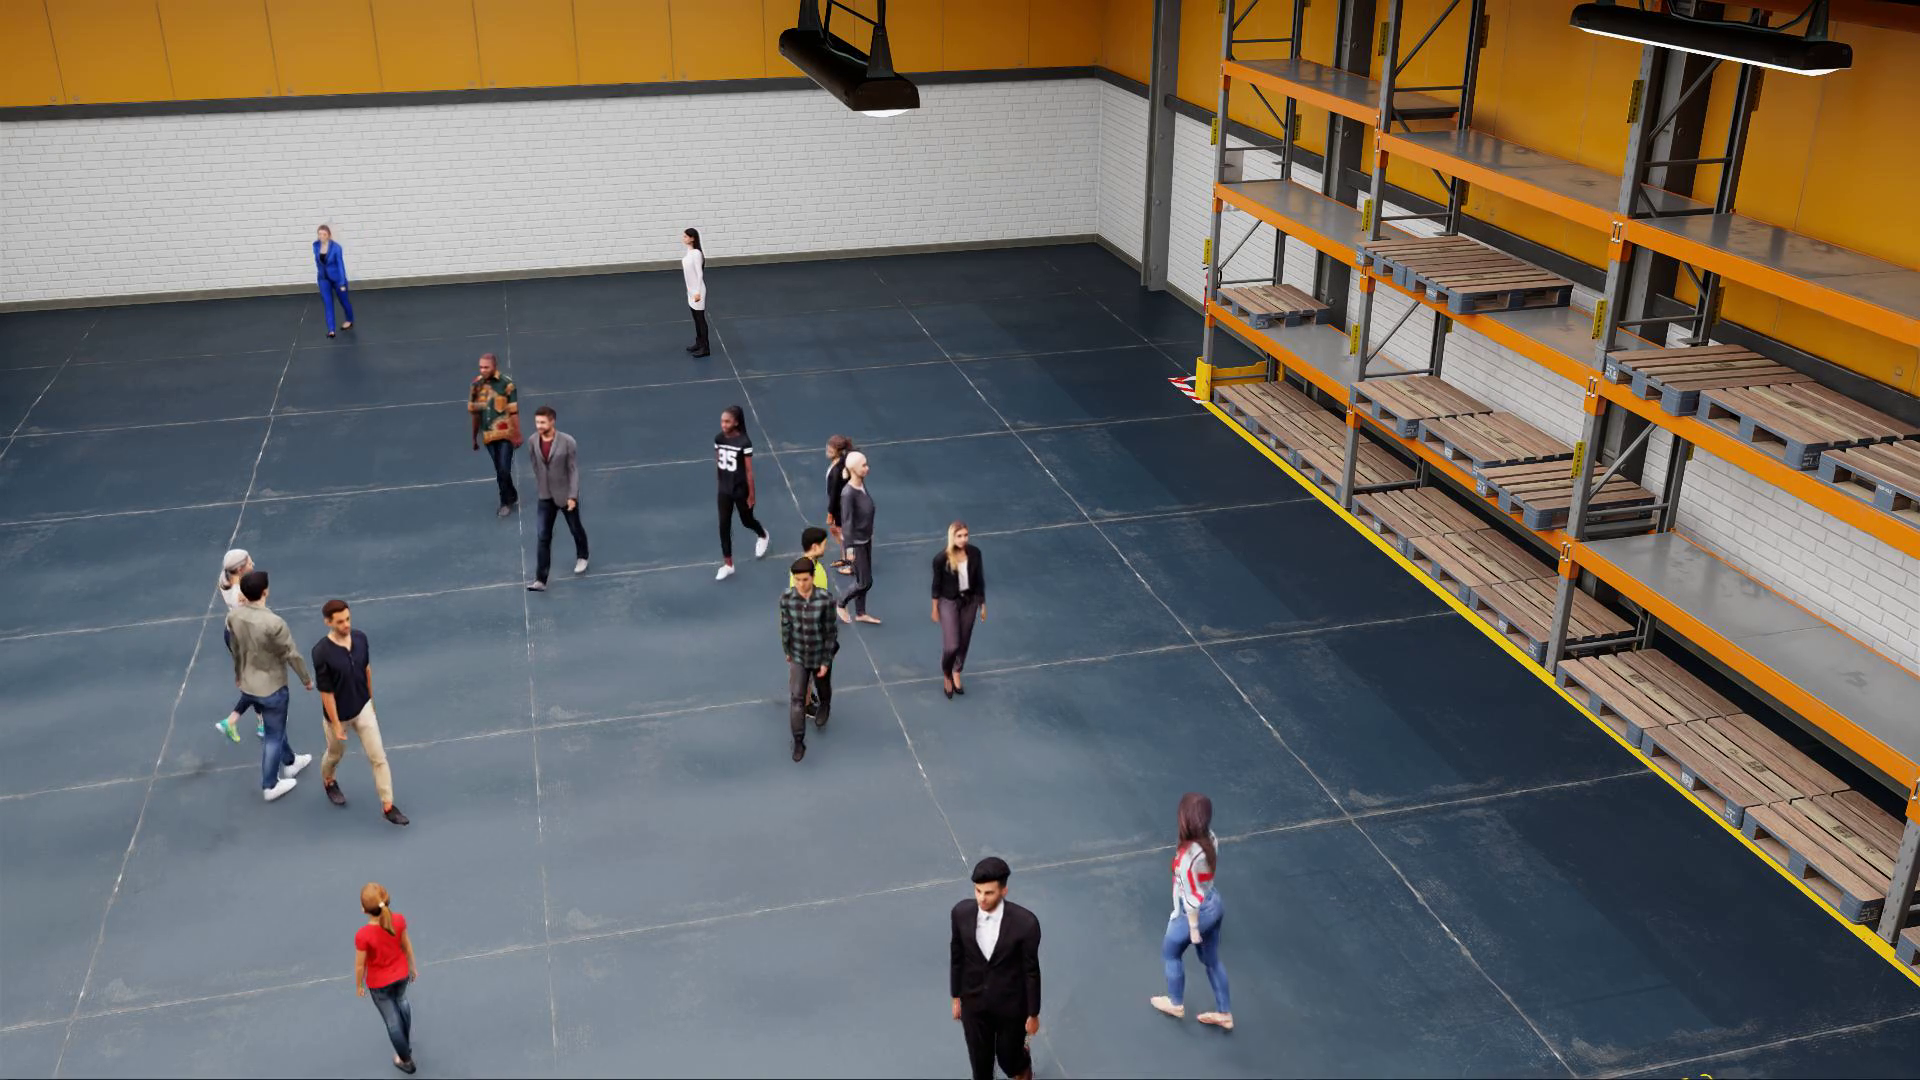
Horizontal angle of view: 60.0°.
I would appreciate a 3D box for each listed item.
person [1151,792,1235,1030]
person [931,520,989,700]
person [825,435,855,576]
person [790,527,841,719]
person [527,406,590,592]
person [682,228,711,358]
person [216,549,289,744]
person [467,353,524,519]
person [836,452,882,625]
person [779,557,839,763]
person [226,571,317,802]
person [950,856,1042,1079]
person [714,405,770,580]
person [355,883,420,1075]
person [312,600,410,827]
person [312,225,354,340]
[{"bbox_3d":[1.533,2.341,10.268,0.915,1.577,0.842,12,26,25],"label":"person"},{"bbox_3d":[-0.055,0.560,14.241,0.657,1.658,0.646,-11,26,-24],"label":"person"},{"bbox_3d":[-1.130,-0.349,16.490,0.731,1.523,0.616,7,25,16],"label":"person"},{"bbox_3d":[-1.325,0.688,13.905,0.863,1.693,0.757,6,24,14],"label":"person"},{"bbox_3d":[-3.900,-0.439,16.331,1.030,1.815,1.305,4,24,9],"label":"person"},{"bbox_3d":[-3.689,-3.474,23.284,0.705,1.807,0.508,-11,26,-23],"label":"person"},{"bbox_3d":[-5.831,0.897,13.434,0.951,1.687,0.988,15,28,31],"label":"person"},{"bbox_3d":[-4.969,-1.187,18.075,0.903,1.788,0.999,5,24,12],"label":"person"},{"bbox_3d":[-1.024,-0.009,15.466,0.826,1.720,0.752,7,24,15],"label":"person"},{"bbox_3d":[-1.199,0.870,13.416,0.893,1.676,1.212,2,24,4],"label":"person"},{"bbox_3d":[-5.336,1.156,12.647,0.955,1.844,1.021,11,26,23],"label":"person"},{"bbox_3d":[0.237,2.561,9.402,1.014,1.867,1.108,9,25,20],"label":"person"},{"bbox_3d":[-2.189,-0.506,16.629,1.066,1.699,1.178,11,26,23],"label":"person"},{"bbox_3d":[-3.374,2.641,9.923,0.684,1.303,0.620,21,31,39],"label":"person"},{"bbox_3d":[-4.640,1.269,12.433,1.254,1.809,1.058,20,30,38],"label":"person"},{"bbox_3d":[-9.090,-3.762,24.162,0.852,1.631,1.237,2,24,4],"label":"person"}]
